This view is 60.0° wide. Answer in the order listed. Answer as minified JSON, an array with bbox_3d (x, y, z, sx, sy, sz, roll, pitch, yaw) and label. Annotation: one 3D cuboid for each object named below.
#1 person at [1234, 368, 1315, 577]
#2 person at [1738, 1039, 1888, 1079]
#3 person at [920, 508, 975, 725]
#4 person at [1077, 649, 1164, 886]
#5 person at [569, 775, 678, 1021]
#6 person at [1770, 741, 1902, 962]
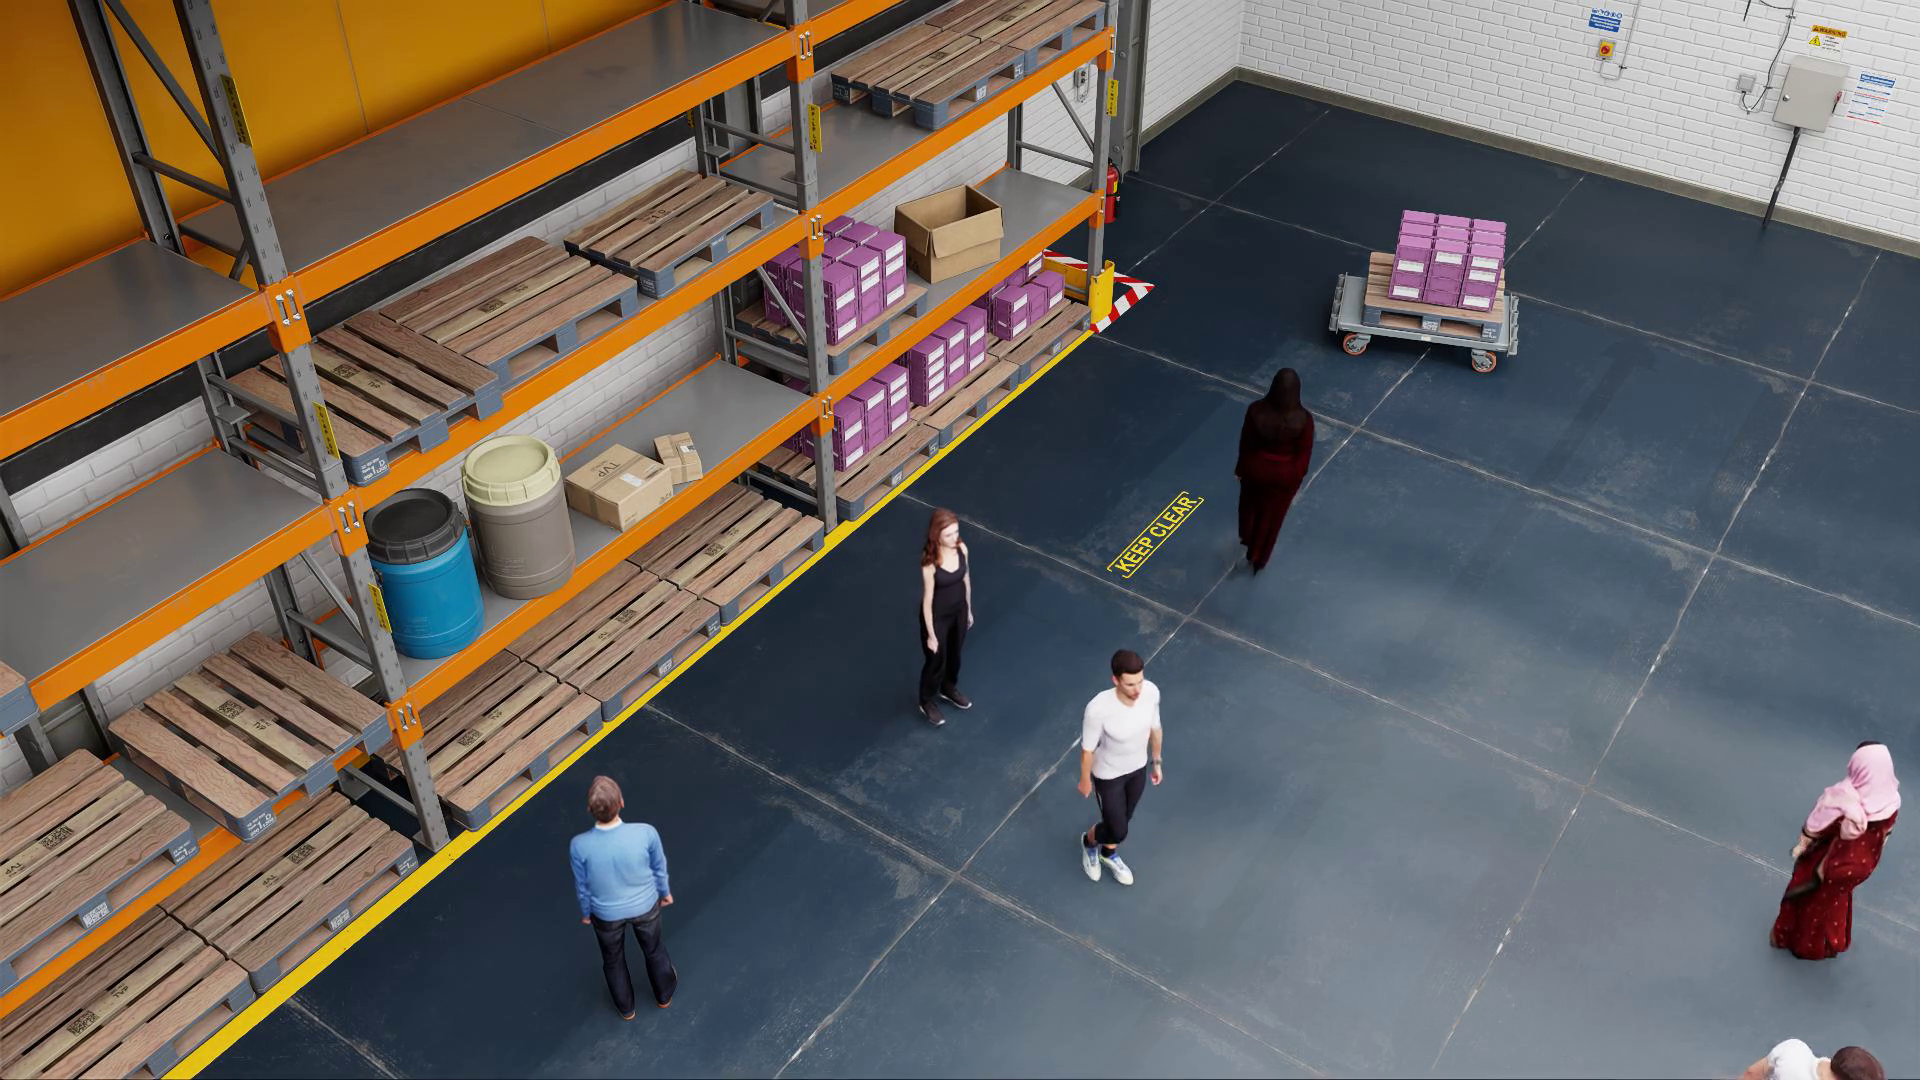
[{"bbox_3d":[2.271,-0.445,12.249,0.793,1.743,0.856,12,40,14],"label":"person"},{"bbox_3d":[3.841,2.878,8.028,0.869,1.820,0.886,-21,43,-24],"label":"person"},{"bbox_3d":[-0.124,0.481,11.091,0.657,1.742,0.486,30,48,32],"label":"person"},{"bbox_3d":[0.913,1.311,9.972,0.730,1.841,0.832,-22,44,-25],"label":"person"},{"bbox_3d":[-1.852,1.974,9.160,0.720,1.819,0.805,-10,40,-12],"label":"person"},{"bbox_3d":[5.034,1.850,9.461,0.820,1.637,0.875,-3,39,-4],"label":"person"}]
